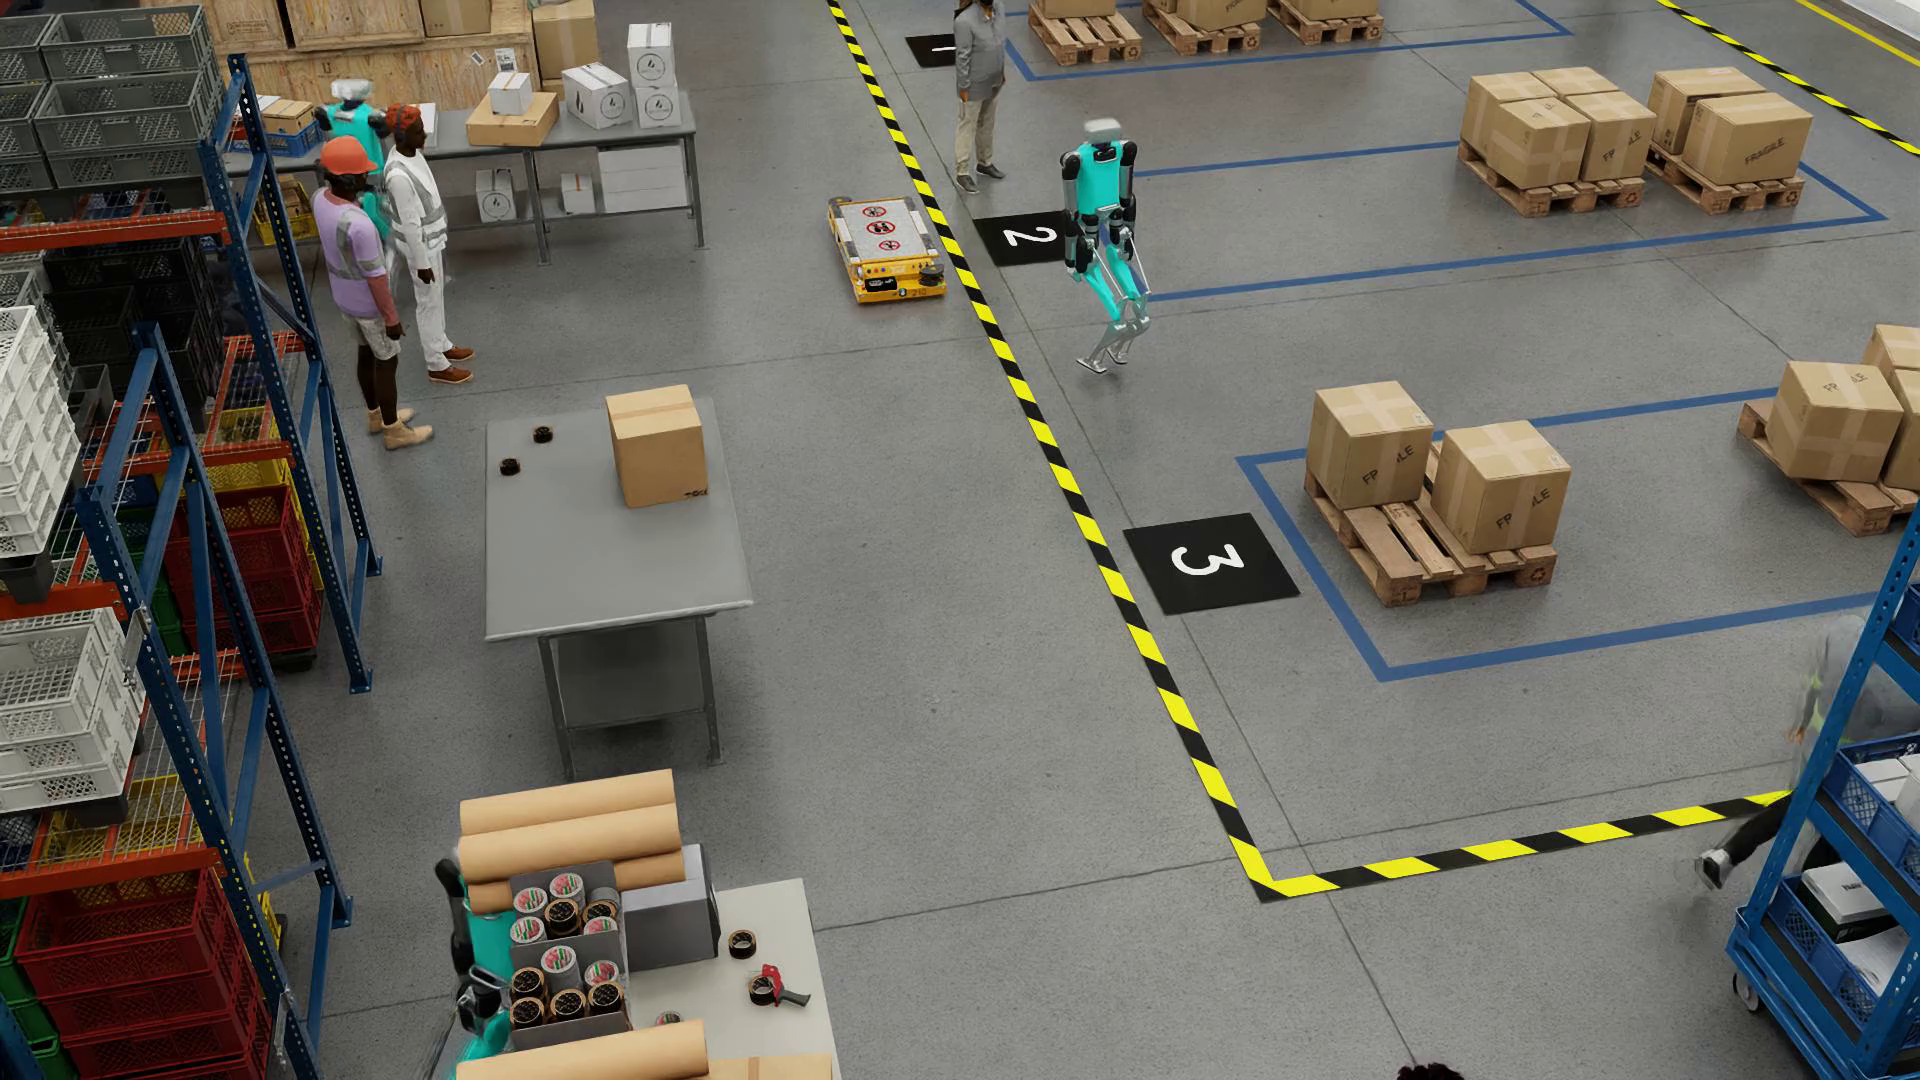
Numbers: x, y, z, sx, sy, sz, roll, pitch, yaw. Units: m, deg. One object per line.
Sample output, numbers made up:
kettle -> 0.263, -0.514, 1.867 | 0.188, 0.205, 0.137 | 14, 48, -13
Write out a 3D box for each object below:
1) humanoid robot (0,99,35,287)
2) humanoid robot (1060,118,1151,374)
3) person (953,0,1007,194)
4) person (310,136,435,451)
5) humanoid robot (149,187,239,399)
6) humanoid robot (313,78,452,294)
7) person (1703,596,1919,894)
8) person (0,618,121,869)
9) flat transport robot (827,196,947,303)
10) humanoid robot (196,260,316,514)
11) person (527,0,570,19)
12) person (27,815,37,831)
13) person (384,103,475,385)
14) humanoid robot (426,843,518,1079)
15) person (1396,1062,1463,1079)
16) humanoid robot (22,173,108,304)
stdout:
humanoid robot -> -6.513, -2.036, 11.162 | 0.803, 1.884, 0.540 | -6, 37, -8
humanoid robot -> 0.994, -1.816, 10.656 | 0.533, 1.673, 0.735 | -18, 40, -22
person -> 0.161, -3.668, 13.226 | 0.399, 1.767, 0.572 | 26, 44, 30
person -> -3.566, -1.473, 10.064 | 0.403, 2.031, 0.609 | -29, 46, -33
humanoid robot -> -4.739, -1.478, 10.347 | 0.315, 1.657, 0.599 | 25, 43, 29
humanoid robot -> -3.979, -2.476, 11.694 | 0.533, 1.792, 0.847 | 9, 38, 11
person -> 3.677, 0.926, 7.000 | 0.609, 1.827, 0.590 | -7, 37, -9
person -> -4.160, 0.788, 7.183 | 0.622, 1.836, 0.431 | -15, 39, -19
flat transport robot -> -0.570, -2.220, 12.538 | 0.659, 0.231, 1.431 | -8, 37, -10
humanoid robot -> -4.072, -0.818, 9.475 | 0.449, 1.648, 0.611 | -1, 37, -2
person -> -3.454, -4.569, 14.305 | 0.415, 1.932, 0.611 | 23, 42, 28
person -> -4.363, 0.841, 7.174 | 0.787, 1.775, 0.612 | 0, 37, 0
person -> -3.468, -1.912, 10.770 | 0.337, 1.882, 0.582 | -5, 37, -7
humanoid robot -> -1.691, 1.869, 5.849 | 0.531, 1.799, 0.809 | 18, 40, 23
person -> 1.288, 2.286, 5.066 | 0.602, 1.958, 0.376 | 14, 39, 18
humanoid robot -> -5.928, -2.008, 11.073 | 0.345, 1.657, 0.589 | -9, 38, -12
